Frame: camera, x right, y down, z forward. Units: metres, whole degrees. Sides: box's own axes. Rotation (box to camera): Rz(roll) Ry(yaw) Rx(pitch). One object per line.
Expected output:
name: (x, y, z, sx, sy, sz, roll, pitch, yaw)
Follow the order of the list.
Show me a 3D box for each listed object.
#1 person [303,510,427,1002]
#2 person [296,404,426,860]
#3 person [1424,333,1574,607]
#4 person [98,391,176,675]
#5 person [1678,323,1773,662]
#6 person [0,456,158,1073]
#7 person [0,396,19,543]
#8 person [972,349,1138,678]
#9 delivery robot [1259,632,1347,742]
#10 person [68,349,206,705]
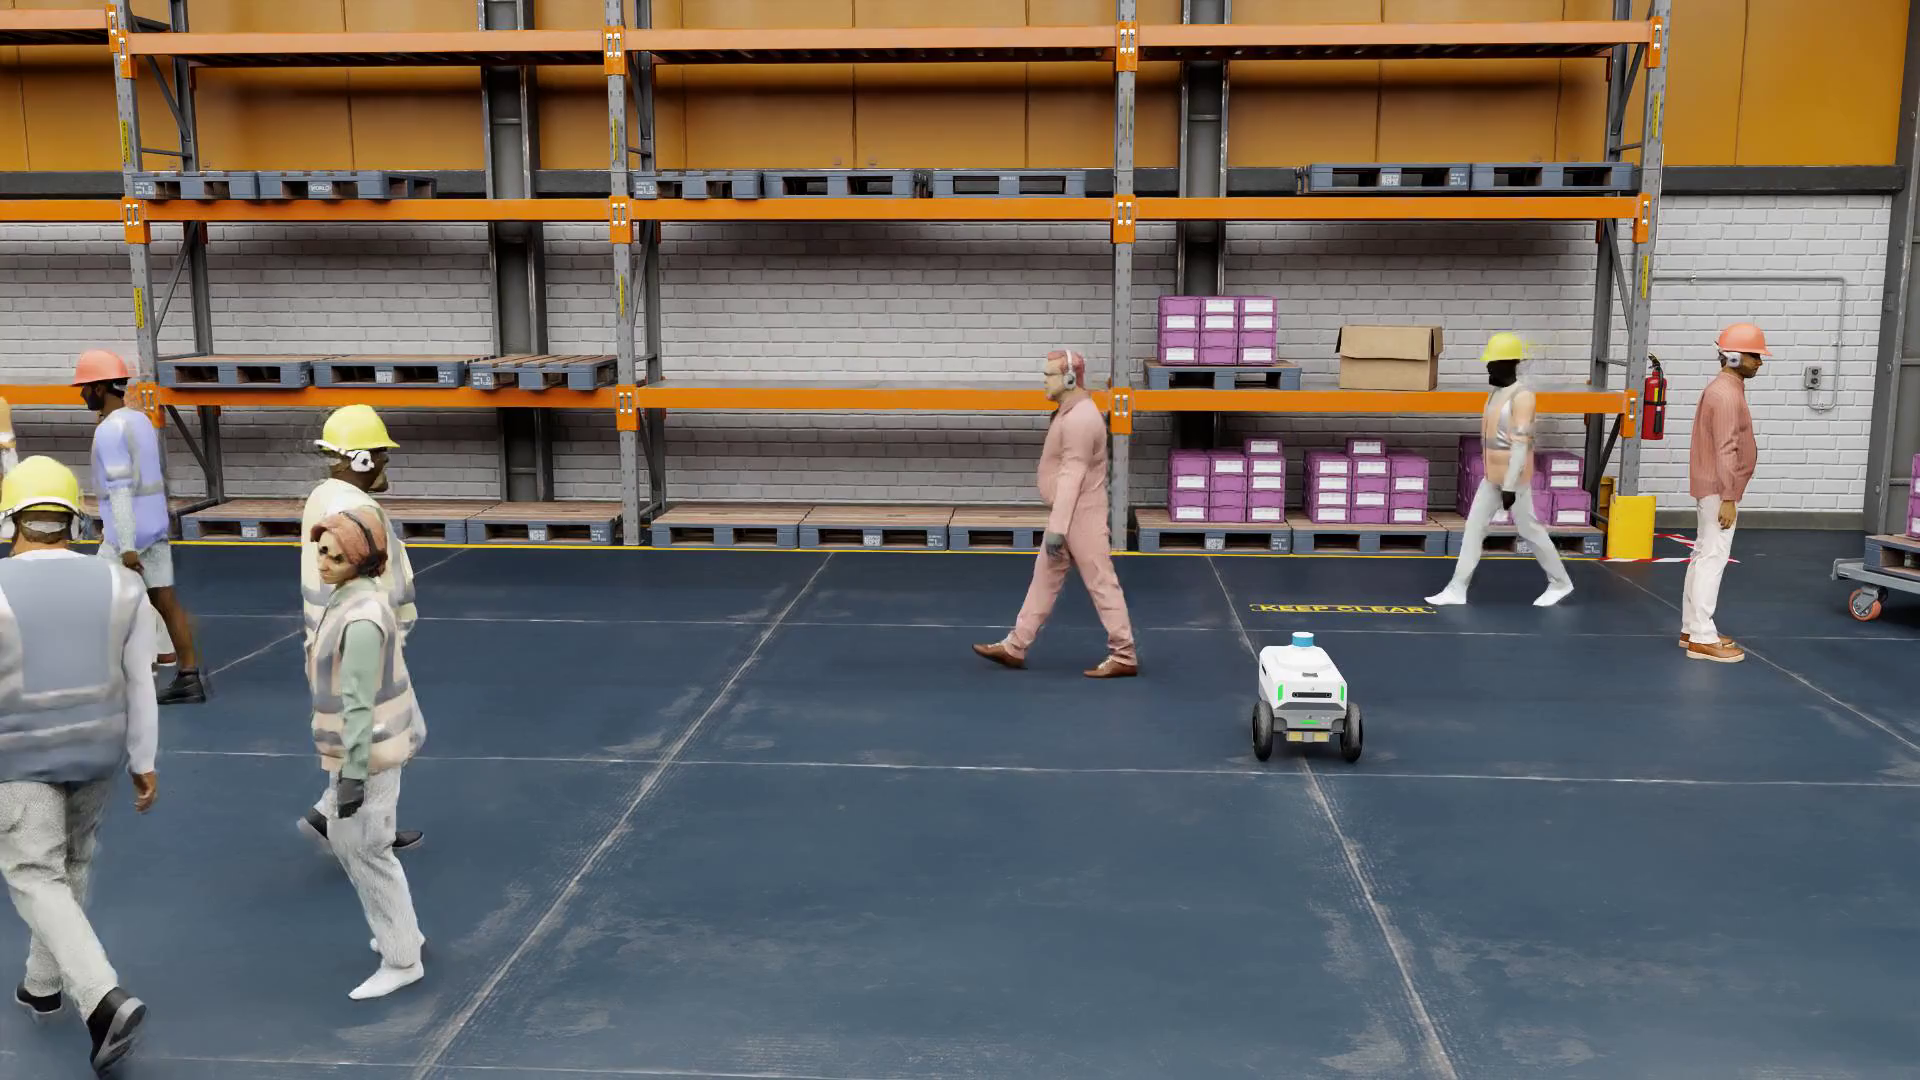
person: (-1.898, 0.683, 5.334, 0.350, 1.605, 0.629, -4, 11, -24)
person: (-2.330, 0.384, 6.444, 0.441, 1.812, 0.611, -7, 12, -34)
person: (3.724, -0.456, 11.223, 1.029, 1.879, 0.599, -1, 10, -7)
person: (-4.693, -0.038, 9.454, 0.283, 1.633, 0.499, 1, 10, 4)
person: (4.532, -0.287, 9.862, 0.398, 1.989, 0.621, 3, 10, 17)
person: (-2.682, 0.653, 4.953, 0.866, 1.793, 0.614, 8, 13, 39)
person: (-5.976, -0.269, 10.021, 0.569, 1.896, 0.929, -6, 11, -31)
person: (0.562, -0.133, 9.355, 0.979, 1.852, 0.669, 0, 10, -2)
delivery robot: (1.656, 0.690, 8.068, 0.477, 0.478, 0.707, 1, 10, 4)
person: (-4.471, -0.044, 8.719, 0.933, 1.889, 0.547, 0, 10, -3)
